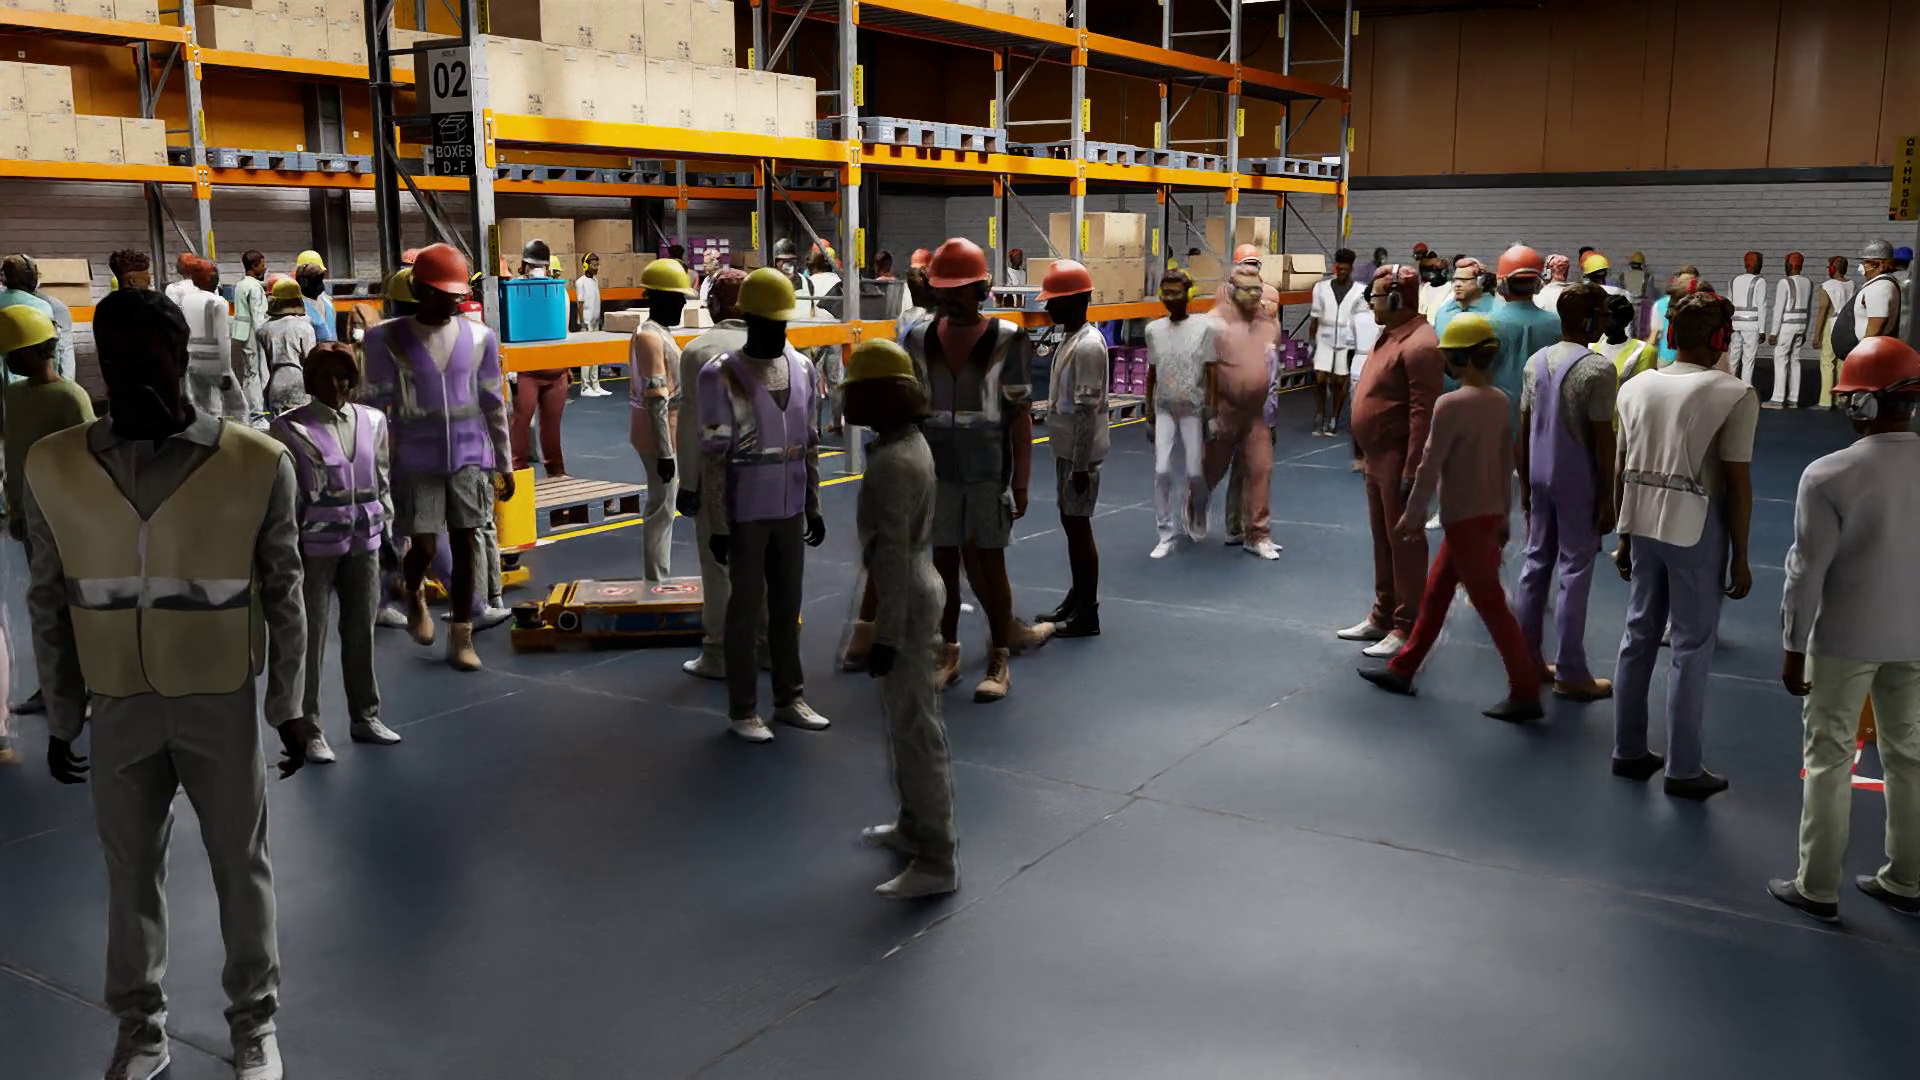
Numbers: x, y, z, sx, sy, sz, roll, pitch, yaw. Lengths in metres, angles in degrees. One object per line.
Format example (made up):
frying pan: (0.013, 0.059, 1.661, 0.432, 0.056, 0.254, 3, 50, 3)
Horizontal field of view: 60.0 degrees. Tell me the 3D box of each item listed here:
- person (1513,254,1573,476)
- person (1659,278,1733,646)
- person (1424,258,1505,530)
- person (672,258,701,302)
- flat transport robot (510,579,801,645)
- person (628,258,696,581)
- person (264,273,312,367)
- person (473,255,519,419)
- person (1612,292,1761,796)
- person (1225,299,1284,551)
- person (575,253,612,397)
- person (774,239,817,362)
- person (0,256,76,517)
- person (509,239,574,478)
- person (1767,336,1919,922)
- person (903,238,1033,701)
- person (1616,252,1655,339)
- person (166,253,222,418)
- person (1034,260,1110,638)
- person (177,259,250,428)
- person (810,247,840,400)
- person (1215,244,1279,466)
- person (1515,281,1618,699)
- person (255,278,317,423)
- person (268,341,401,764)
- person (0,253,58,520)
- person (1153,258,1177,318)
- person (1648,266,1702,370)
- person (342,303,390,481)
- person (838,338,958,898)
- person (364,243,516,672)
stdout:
person: (5.035, -1.470, 14.176, 0.645, 1.900, 0.399, -3, 11, -17)
person: (3.679, -0.383, 8.324, 0.395, 1.837, 0.570, 5, 11, 25)
person: (3.473, -0.982, 11.469, 0.399, 1.901, 0.643, -7, 12, -33)
person: (-2.729, -1.810, 16.203, 0.345, 1.846, 0.508, 6, 12, 28)
flat transport robot: (-1.556, 0.350, 8.598, 1.431, 0.197, 0.652, -1, 10, -8)
person: (-1.573, -0.527, 8.870, 0.366, 1.926, 0.587, -2, 10, -9)
person: (-5.552, -1.324, 13.764, 0.335, 1.747, 0.573, 0, 10, 3)
person: (-3.668, -1.294, 13.108, 0.385, 1.932, 0.543, 4, 11, 21)
person: (2.629, 0.017, 6.109, 0.393, 1.836, 0.560, -5, 12, -27)
person: (1.921, -0.748, 10.887, 0.315, 1.640, 0.515, -3, 11, -17)
person: (-4.779, -2.781, 21.569, 0.334, 1.856, 0.526, 2, 11, 13)
person: (-1.704, -1.966, 16.523, 0.690, 2.000, 0.538, -6, 12, -30)
person: (-6.862, -1.126, 12.239, 0.639, 1.910, 0.406, -3, 11, -15)
person: (-3.413, -1.431, 13.559, 0.536, 2.000, 0.678, 10, 14, 43)
person: (2.698, 0.270, 4.963, 0.569, 1.744, 0.345, -1, 10, -6)
person: (0.014, -0.301, 7.334, 0.611, 2.032, 0.411, 4, 11, 21)
person: (10.800, -3.686, 26.630, 0.590, 1.833, 0.404, 6, 12, 30)
person: (-8.239, -2.139, 17.922, 0.354, 1.883, 0.572, 9, 13, 40)
person: (0.565, -0.457, 8.495, 0.388, 1.925, 0.550, -1, 10, -5)
person: (-6.387, -1.475, 14.322, 0.578, 1.851, 0.768, 4, 11, 20)
person: (-1.670, -2.737, 21.110, 0.594, 1.925, 0.369, -3, 11, -14)
person: (2.558, -1.657, 14.978, 0.614, 1.987, 0.408, -2, 10, -9)
person: (2.699, -0.219, 7.383, 0.331, 1.844, 0.520, -5, 11, -26)
person: (-4.959, -1.069, 12.379, 0.484, 1.744, 0.295, 2, 10, 10)
person: (-2.445, 0.039, 6.538, 0.314, 1.636, 0.516, 8, 13, 37)
person: (-6.727, -1.090, 11.985, 0.629, 1.931, 0.377, 4, 11, 22)
person: (3.541, -3.828, 27.721, 0.544, 1.727, 0.651, 8, 13, 37)
person: (6.643, -1.632, 15.375, 0.585, 1.795, 0.981, 2, 11, 13)
person: (-3.759, -0.693, 10.625, 0.515, 1.626, 0.283, 1, 10, 6)
person: (-0.182, 0.236, 5.236, 0.409, 1.715, 0.578, 1, 10, 5)
person: (-2.470, -0.384, 7.849, 0.658, 2.010, 0.616, -7, 12, -32)
